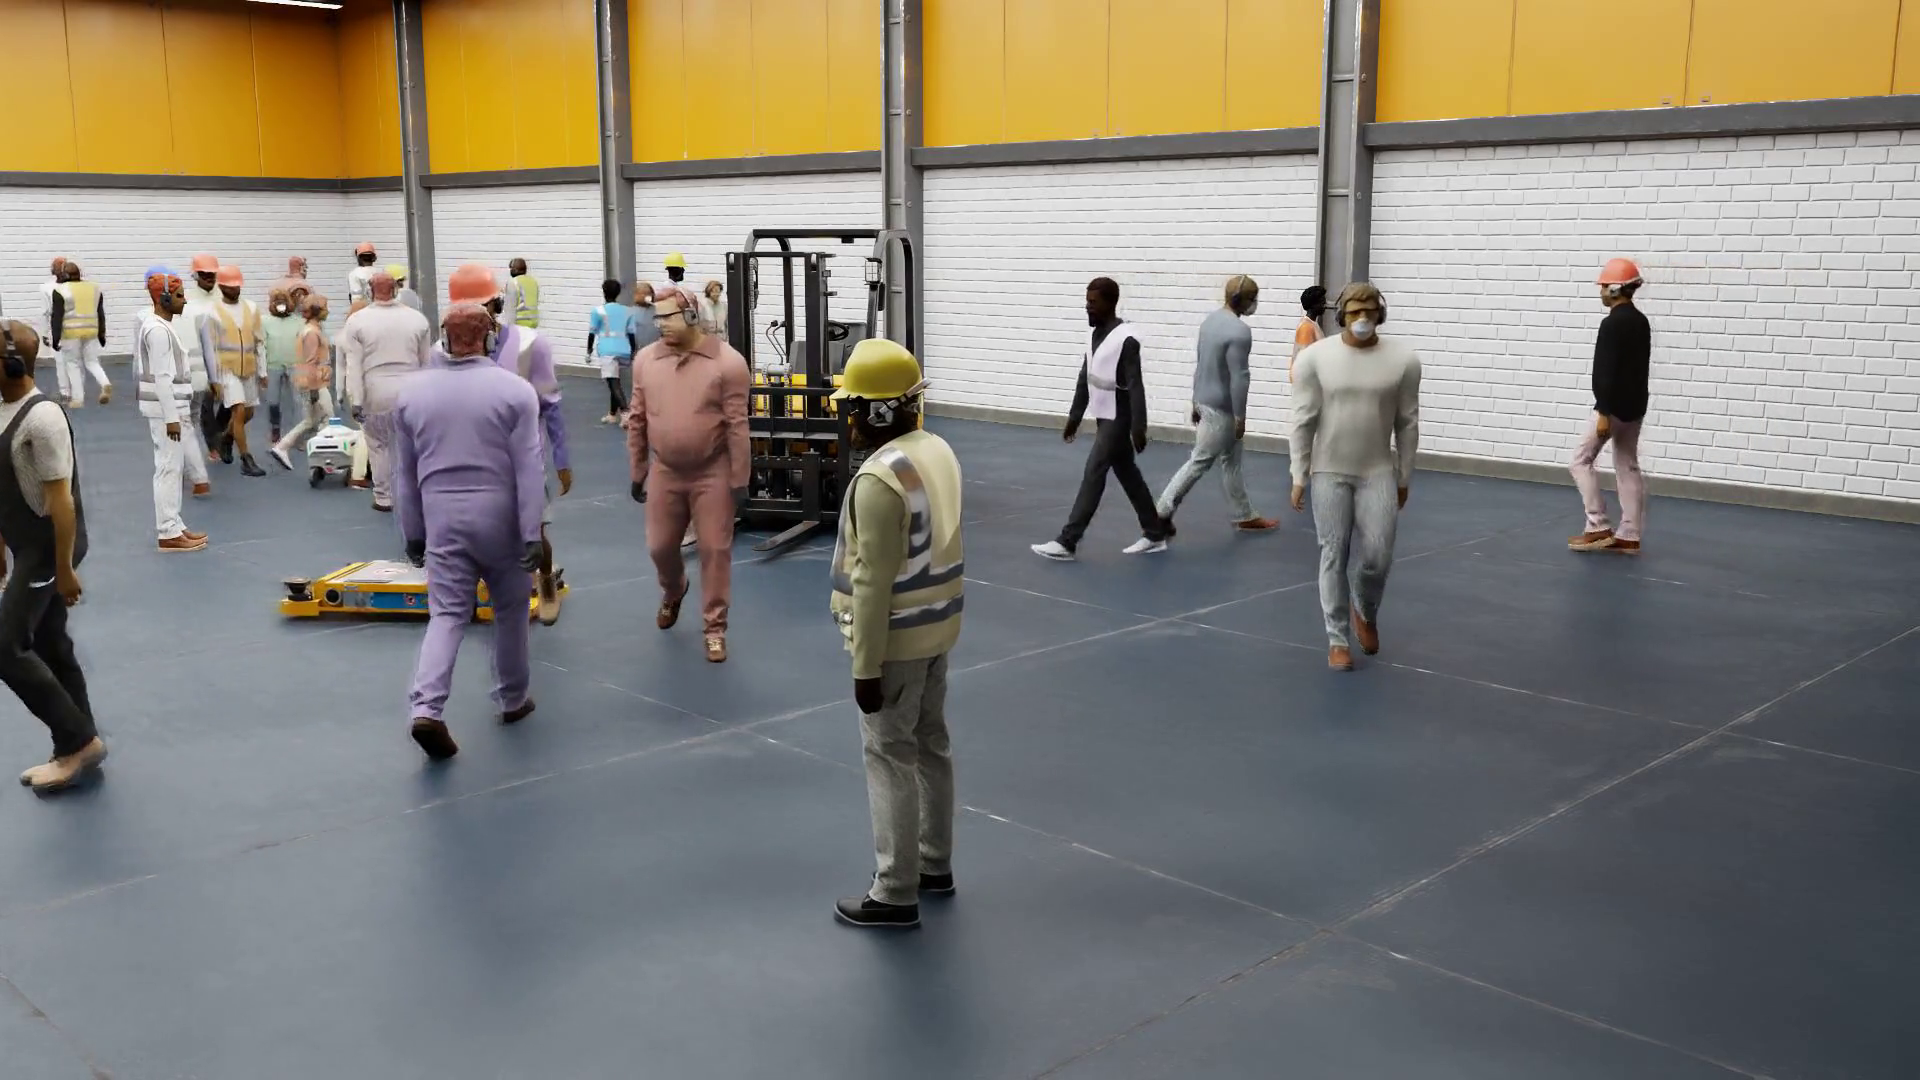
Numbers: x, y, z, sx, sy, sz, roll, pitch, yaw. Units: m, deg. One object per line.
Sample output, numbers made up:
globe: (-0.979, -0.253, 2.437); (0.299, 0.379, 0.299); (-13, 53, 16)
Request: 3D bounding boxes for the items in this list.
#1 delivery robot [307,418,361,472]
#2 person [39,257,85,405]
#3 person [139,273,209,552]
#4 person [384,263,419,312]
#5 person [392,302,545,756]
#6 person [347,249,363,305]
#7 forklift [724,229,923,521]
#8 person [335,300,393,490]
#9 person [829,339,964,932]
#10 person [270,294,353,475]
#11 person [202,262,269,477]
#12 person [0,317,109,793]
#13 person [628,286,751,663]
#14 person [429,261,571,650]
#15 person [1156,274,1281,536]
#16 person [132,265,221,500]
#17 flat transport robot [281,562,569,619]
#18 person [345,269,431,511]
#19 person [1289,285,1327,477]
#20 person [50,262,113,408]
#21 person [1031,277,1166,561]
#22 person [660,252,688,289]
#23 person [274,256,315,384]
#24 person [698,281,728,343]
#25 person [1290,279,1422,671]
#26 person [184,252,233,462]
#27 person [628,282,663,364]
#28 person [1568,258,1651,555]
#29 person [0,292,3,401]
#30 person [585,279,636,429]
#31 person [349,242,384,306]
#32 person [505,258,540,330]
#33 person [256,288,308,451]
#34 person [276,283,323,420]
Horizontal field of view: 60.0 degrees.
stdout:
delivery robot: (-5.370, -0.807, 14.320); (0.477, 0.478, 0.707); (-1, 11, -8)
person: (-11.357, -2.666, 21.169); (0.594, 1.863, 0.635); (-4, 11, -21)
person: (-5.366, -0.861, 11.287); (0.355, 1.880, 0.577); (-4, 11, -22)
person: (-6.363, -2.265, 19.107); (0.590, 1.813, 0.603); (2, 11, 13)
person: (-2.063, -0.060, 6.965); (0.657, 1.864, 0.919); (1, 10, 4)
person: (-9.403, -3.662, 26.325); (0.637, 1.965, 0.368); (7, 12, 32)
forklift: (-1.050, -1.319, 12.920); (1.214, 2.155, 2.313); (2, 11, 13)
person: (-5.035, -1.239, 14.137); (0.505, 1.592, 0.829); (3, 11, 17)
person: (-0.201, 0.294, 5.146); (0.403, 1.825, 0.596); (4, 11, 21)
person: (-5.798, -1.371, 14.771); (0.595, 1.618, 0.526); (-5, 11, -25)
person: (-6.541, -1.532, 14.894); (0.844, 1.898, 0.554); (8, 13, 37)
person: (-3.546, 0.070, 6.357); (0.437, 1.830, 0.524); (-8, 13, -37)
person: (-1.362, -0.358, 8.526); (0.673, 1.887, 0.673); (1, 10, 7)
person: (-2.314, -0.407, 8.472); (0.674, 2.004, 0.717); (0, 10, -3)
person: (1.780, -0.932, 11.724); (1.019, 1.879, 0.678); (-2, 11, -11)
person: (-6.446, -1.294, 13.611); (1.019, 1.882, 0.621); (8, 13, 39)
flat transport robot: (-3.027, 0.275, 9.472); (1.431, 0.197, 0.652); (1, 10, 5)
person: (-4.311, -1.110, 12.655); (0.650, 1.879, 0.829); (-7, 12, -33)
person: (3.097, -1.413, 14.810); (0.320, 1.694, 0.531); (4, 11, 21)
person: (-10.811, -2.516, 20.501); (0.616, 1.812, 0.672); (6, 12, 30)
person: (0.958, -0.795, 10.979); (1.021, 1.858, 0.605); (-3, 11, -17)
person: (-3.443, -2.498, 20.073); (0.371, 1.929, 0.585); (-2, 11, -13)
person: (-8.216, -2.554, 20.506); (0.641, 1.886, 0.632); (6, 12, 29)
person: (-2.978, -2.326, 20.049); (0.503, 1.580, 0.833); (-8, 13, -36)
person: (1.930, -0.313, 8.175); (0.632, 1.920, 0.447); (1, 10, 6)
person: (-7.126, -1.737, 15.780); (0.626, 1.977, 0.564); (-9, 14, -40)
person: (-3.623, -2.175, 19.187); (0.508, 1.608, 0.725); (-9, 14, -41)
person: (4.364, -0.885, 11.147); (0.648, 1.971, 0.587); (-10, 14, -43)
person: (-11.701, -2.461, 20.051); (0.329, 1.865, 0.511); (-3, 11, -18)
person: (-3.821, -2.066, 18.467); (0.532, 1.655, 0.850); (-10, 14, -43)
person: (-7.968, -2.996, 22.479); (0.385, 2.039, 0.614); (8, 13, 38)
person: (-5.986, -2.912, 22.621); (0.580, 1.820, 0.655); (4, 11, 22)
person: (-6.730, -1.699, 16.554); (0.530, 1.615, 0.561); (-6, 12, -30)
person: (-7.160, -1.951, 17.925); (0.561, 1.609, 0.622); (-2, 11, -11)
